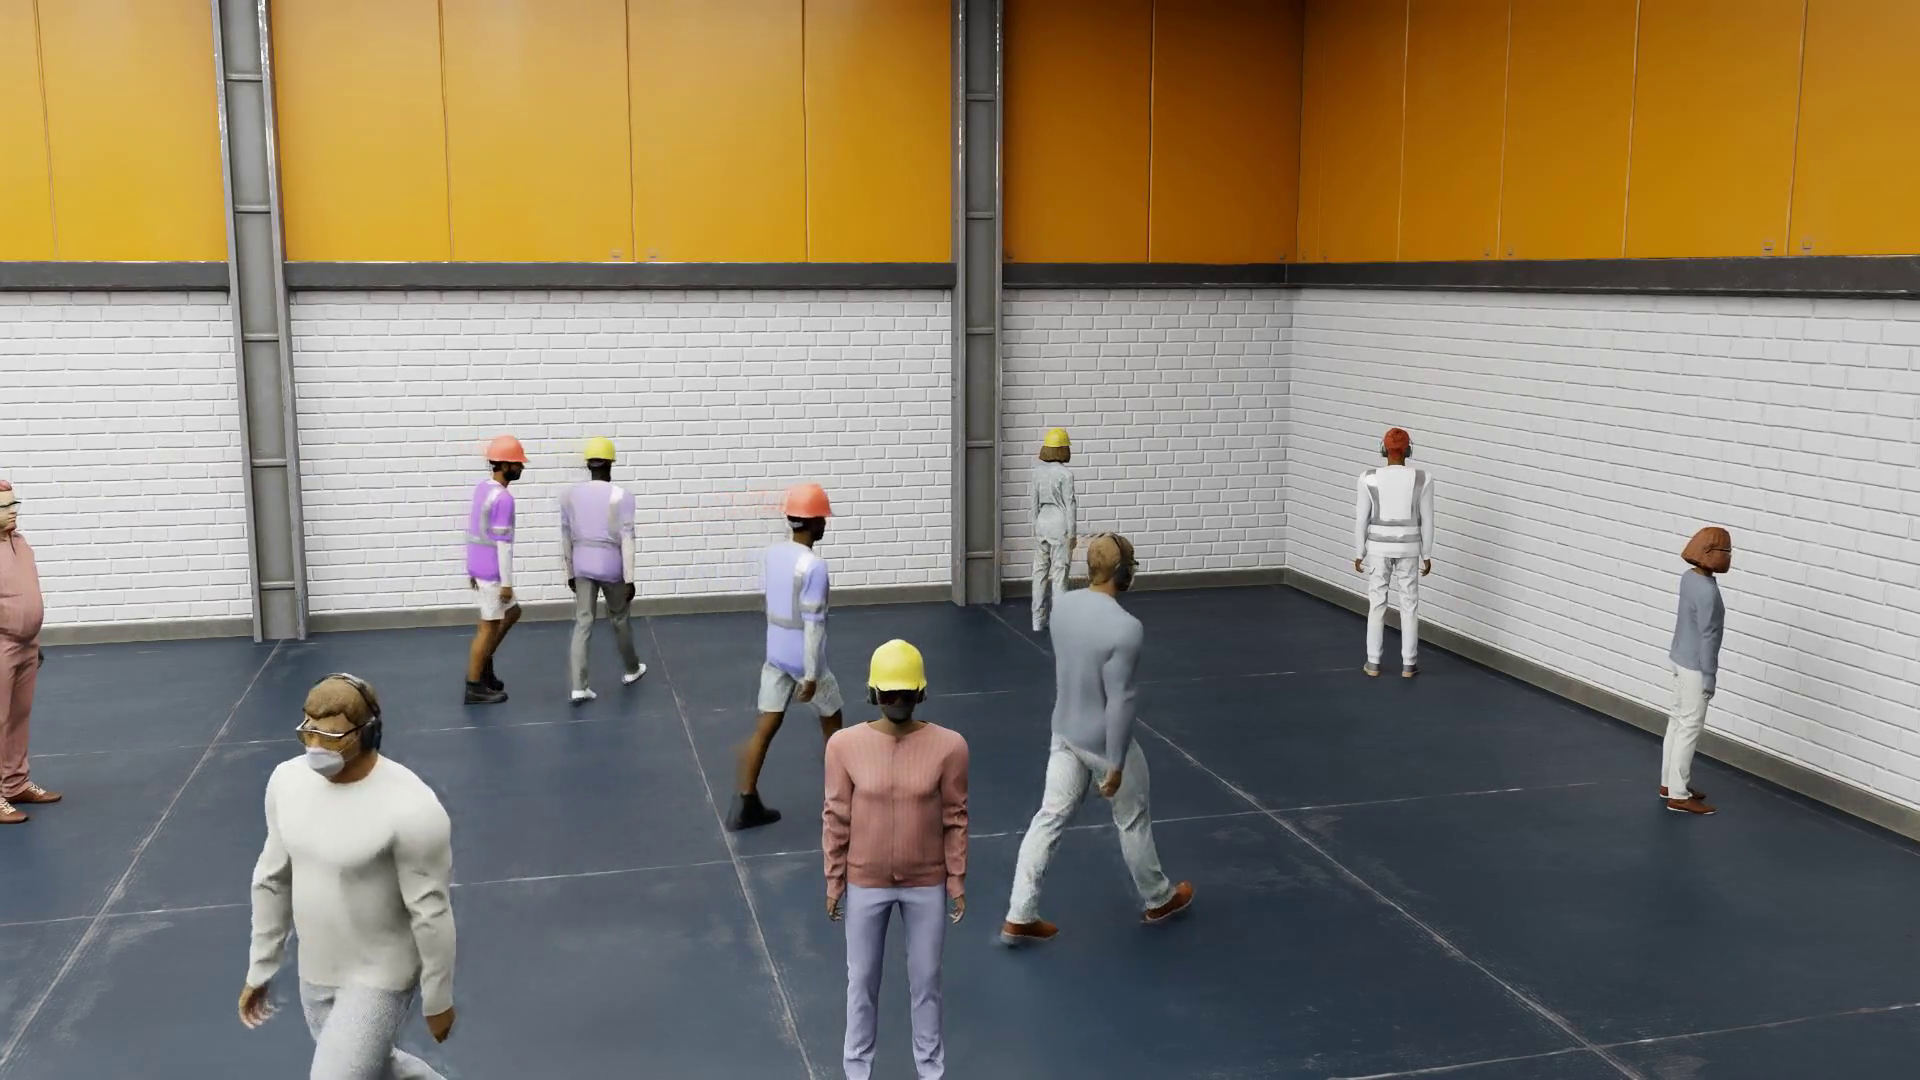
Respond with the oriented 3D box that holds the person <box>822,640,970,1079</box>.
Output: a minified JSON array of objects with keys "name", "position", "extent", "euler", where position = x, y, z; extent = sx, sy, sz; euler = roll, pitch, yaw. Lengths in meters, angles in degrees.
[{"name":"person","position":[-0.225,1.217,5.909],"extent":[0.525,1.767,0.320],"euler":[-1,9,-4]}]

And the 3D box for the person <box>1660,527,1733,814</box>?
[{"name":"person","position":[4.169,0.727,9.405],"extent":[0.283,1.624,0.494],"euler":[1,9,8]}]

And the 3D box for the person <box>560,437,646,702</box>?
[{"name":"person","position":[-2.593,0.197,11.980],"extent":[0.591,1.863,1.018],"euler":[2,9,9]}]

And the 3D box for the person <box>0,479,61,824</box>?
[{"name":"person","position":[-5.320,0.606,9.281],"extent":[0.402,1.906,0.652],"euler":[0,9,-1]}]

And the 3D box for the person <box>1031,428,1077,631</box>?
[{"name":"person","position":[0.808,-0.076,14.042],"extent":[0.296,1.744,0.487],"euler":[-9,13,-43]}]

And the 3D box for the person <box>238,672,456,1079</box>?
[{"name":"person","position":[-1.754,1.292,5.042],"extent":[0.637,1.904,0.962],"euler":[5,10,29]}]

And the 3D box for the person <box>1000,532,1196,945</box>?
[{"name":"person","position":[0.626,0.899,7.546],"extent":[1.049,1.889,0.648],"euler":[-6,11,-34]}]

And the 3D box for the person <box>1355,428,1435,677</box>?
[{"name":"person","position":[3.267,0.097,12.524],"extent":[0.572,1.886,0.356],"euler":[2,9,14]}]

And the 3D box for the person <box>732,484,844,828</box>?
[{"name":"person","position":[-0.852,0.629,9.211],"extent":[1.016,1.883,0.563],"euler":[-8,12,-42]}]

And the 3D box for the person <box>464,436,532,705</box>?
[{"name":"person","position":[-3.289,0.215,11.759],"extent":[0.569,1.900,0.563],"euler":[-5,10,-29]}]
